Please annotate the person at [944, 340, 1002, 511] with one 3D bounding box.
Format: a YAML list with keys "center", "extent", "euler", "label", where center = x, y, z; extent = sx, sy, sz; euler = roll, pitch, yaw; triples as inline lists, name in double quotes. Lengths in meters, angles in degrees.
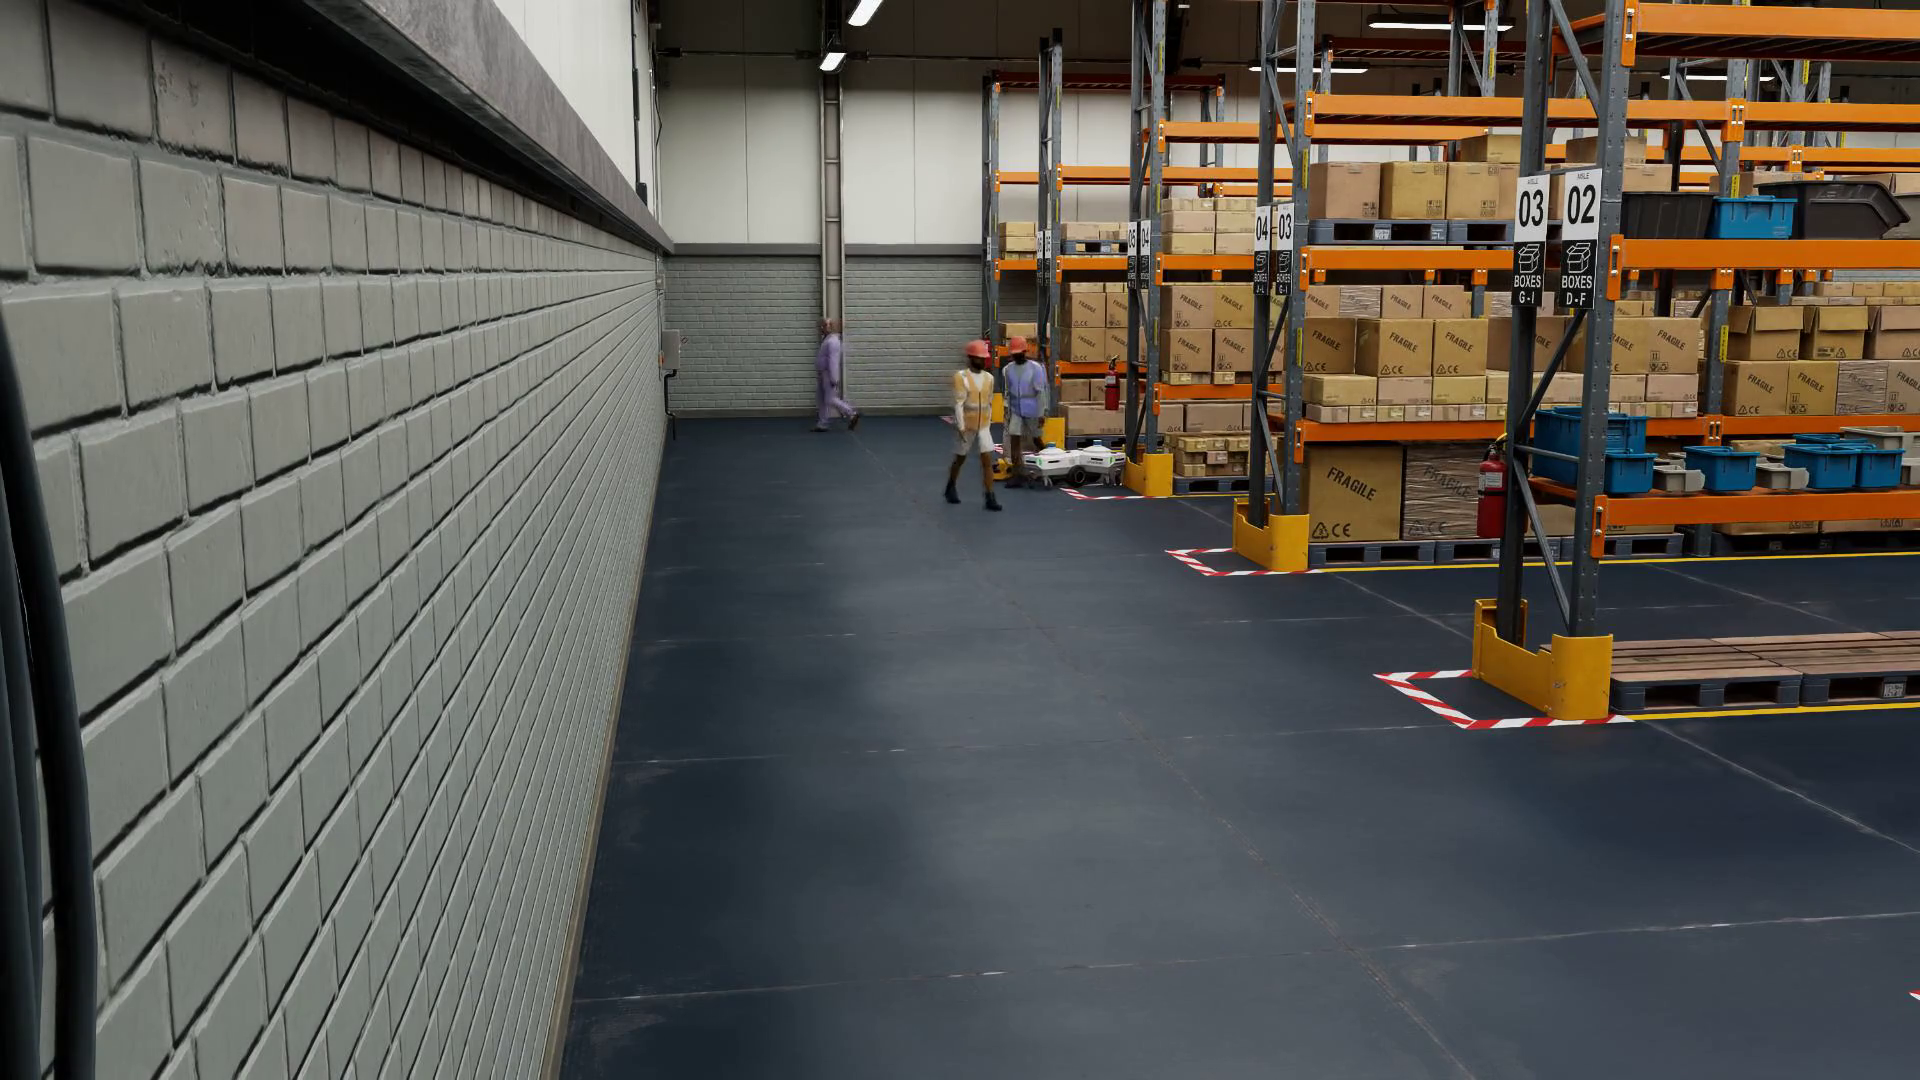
- center: [0.126, -1.301, 18.658]
  extent: [0.548, 1.896, 0.994]
  euler: [-5, 10, -28]
  label: "person"

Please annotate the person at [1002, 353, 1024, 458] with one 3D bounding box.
- center: [0.745, -1.786, 22.399]
  extent: [0.311, 1.639, 0.514]
  euler: [-6, 11, -34]
  label: "person"

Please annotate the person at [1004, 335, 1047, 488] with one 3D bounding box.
- center: [0.863, -1.595, 20.505]
  extent: [0.617, 1.885, 0.966]
  euler: [6, 11, 32]
  label: "person"

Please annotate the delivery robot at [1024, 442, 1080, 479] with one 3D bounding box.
- center: [1.122, -0.949, 20.285]
  extent: [0.707, 0.478, 0.477]
  euler: [-8, 12, -39]
  label: "delivery robot"

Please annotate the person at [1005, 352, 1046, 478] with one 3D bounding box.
- center: [0.868, -1.577, 21.141]
  extent: [0.572, 1.623, 0.376]
  euler: [6, 11, 32]
  label: "person"

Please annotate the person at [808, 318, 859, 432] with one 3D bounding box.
- center: [-2.091, -2.701, 27.292]
  extent: [0.749, 1.886, 0.650]
  euler: [-2, 9, -11]
  label: "person"

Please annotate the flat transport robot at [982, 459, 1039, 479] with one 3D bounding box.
- center: [1.031, -0.923, 21.282]
  extent: [1.431, 0.197, 0.652]
  euler: [-1, 9, -5]
  label: "flat transport robot"

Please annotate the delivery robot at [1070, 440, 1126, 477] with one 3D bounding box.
- center: [1.695, -0.991, 20.539]
  extent: [0.707, 0.478, 0.477]
  euler: [8, 12, 41]
  label: "delivery robot"
